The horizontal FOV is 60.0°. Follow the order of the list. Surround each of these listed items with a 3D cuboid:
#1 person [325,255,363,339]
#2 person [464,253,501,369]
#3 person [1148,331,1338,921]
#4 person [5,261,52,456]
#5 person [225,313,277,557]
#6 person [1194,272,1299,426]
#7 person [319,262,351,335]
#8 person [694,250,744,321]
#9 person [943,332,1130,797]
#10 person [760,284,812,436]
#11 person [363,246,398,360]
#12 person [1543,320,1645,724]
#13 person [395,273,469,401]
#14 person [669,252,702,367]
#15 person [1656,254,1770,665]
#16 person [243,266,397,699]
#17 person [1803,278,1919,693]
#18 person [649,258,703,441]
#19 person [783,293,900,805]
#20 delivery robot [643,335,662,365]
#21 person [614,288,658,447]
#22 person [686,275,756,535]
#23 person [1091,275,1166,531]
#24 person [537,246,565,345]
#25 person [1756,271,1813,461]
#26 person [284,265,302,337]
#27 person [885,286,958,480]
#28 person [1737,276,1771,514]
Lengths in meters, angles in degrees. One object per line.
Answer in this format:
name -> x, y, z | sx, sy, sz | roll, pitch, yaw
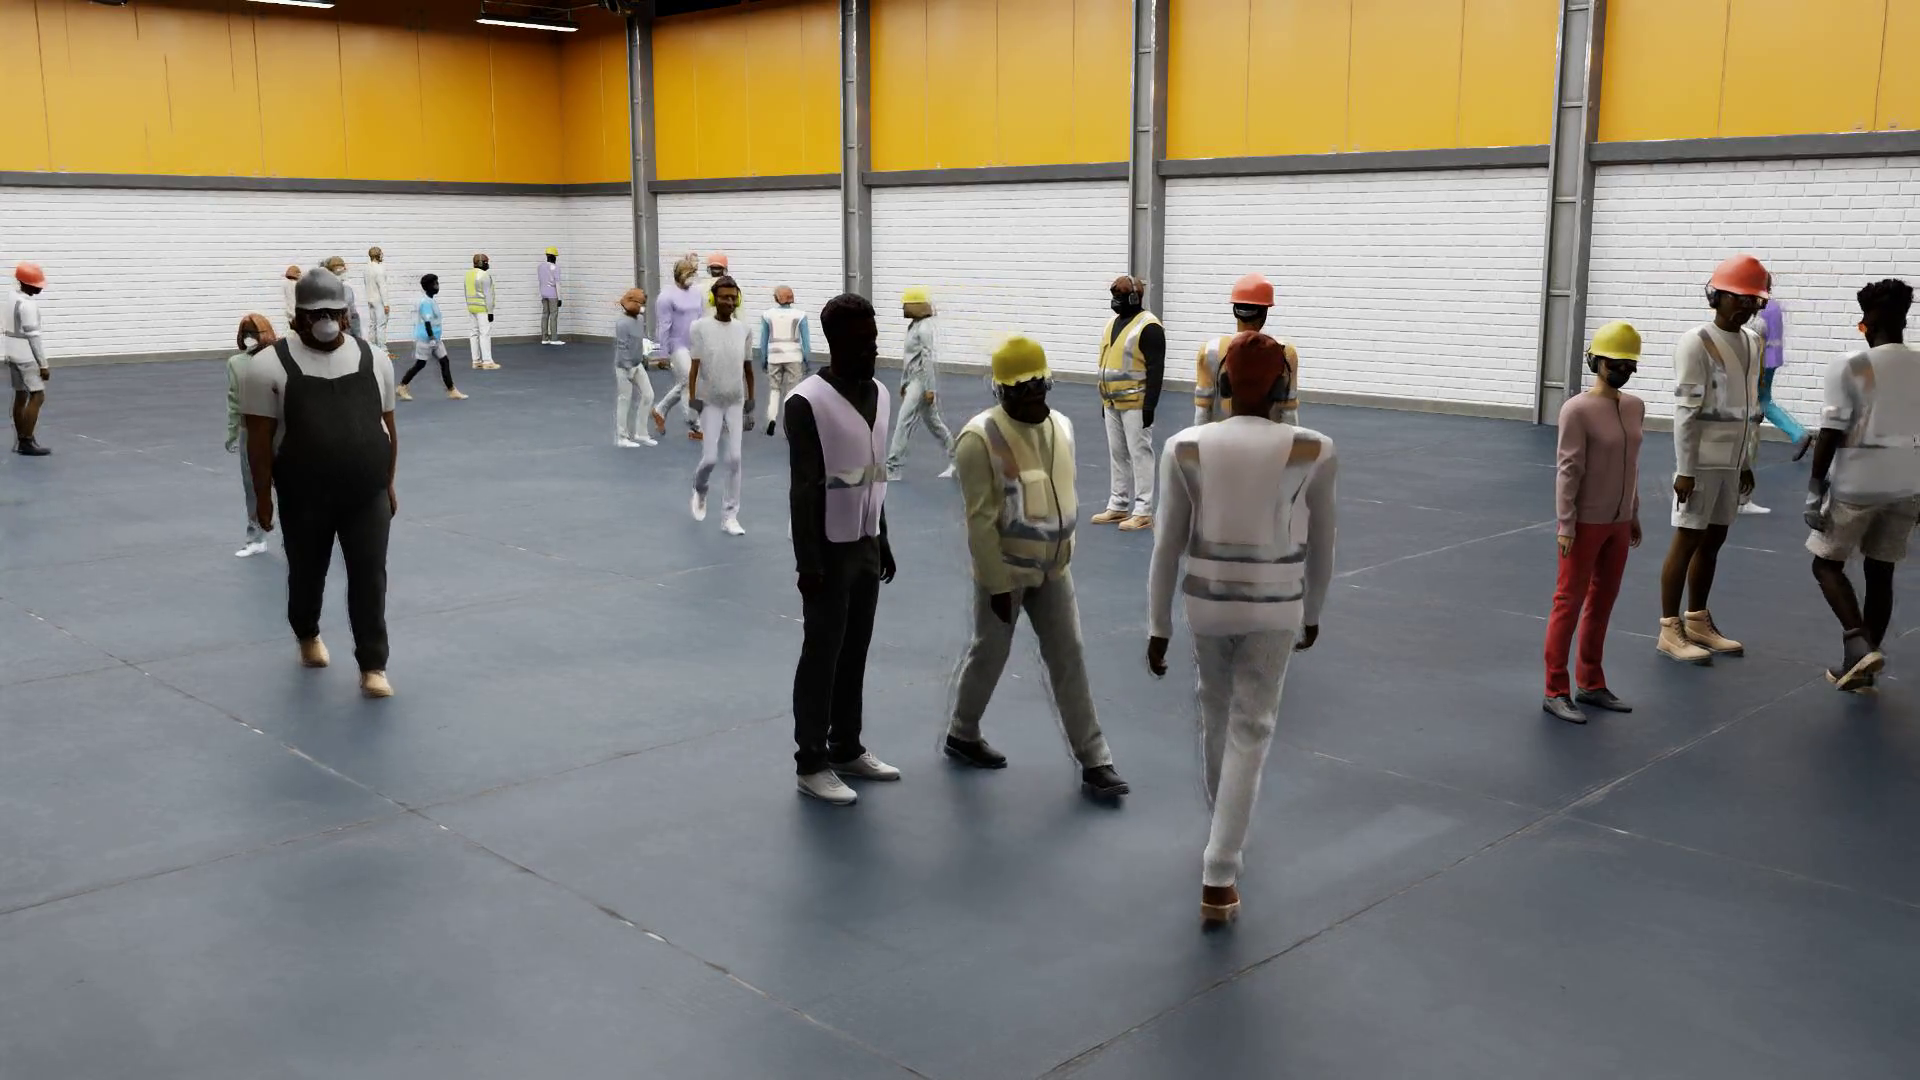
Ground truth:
person -> -6.739, -2.118, 18.042 | 0.440, 1.922, 0.644 | 1, 10, 8
person -> -7.643, -3.647, 26.586 | 0.624, 1.841, 0.430 | 9, 14, 41
person -> 0.918, 0.244, 5.415 | 0.566, 1.831, 1.028 | 4, 11, 22
person -> -9.108, -1.766, 16.237 | 0.708, 1.889, 0.374 | 10, 14, 43
person -> -4.677, -0.715, 11.186 | 0.519, 1.623, 0.561 | 2, 11, 13
person -> 1.537, -0.461, 8.941 | 0.551, 1.934, 0.373 | 3, 11, 17
person -> -7.376, -2.362, 19.608 | 0.452, 1.824, 0.648 | -2, 11, -10
person -> -2.729, -2.263, 18.701 | 0.622, 1.968, 0.895 | 0, 10, -2
person -> 0.248, 0.088, 6.399 | 0.607, 1.778, 0.906 | -9, 14, -40
person -> -1.823, -1.847, 17.331 | 0.540, 1.622, 0.411 | 2, 11, 11
person -> -9.966, -4.051, 28.511 | 0.631, 1.940, 0.372 | 10, 14, 43
person -> 2.829, -0.080, 7.336 | 0.535, 1.766, 0.311 | -7, 12, -32
person -> -6.894, -2.606, 21.446 | 0.898, 1.655, 0.537 | -1, 10, -5
person -> -4.421, -3.724, 26.954 | 0.986, 1.862, 0.651 | 5, 12, 26
person -> 3.803, -0.399, 8.329 | 0.610, 2.036, 0.400 | -7, 13, -34
person -> -3.008, -0.320, 7.888 | 0.688, 2.000, 0.956 | -6, 12, -31
person -> 4.229, -0.230, 7.681 | 0.646, 1.939, 0.570 | 0, 10, -2
person -> -2.931, -1.983, 17.319 | 0.825, 1.910, 0.646 | 6, 12, 29
person -> -0.459, 0.023, 6.352 | 0.372, 1.916, 0.597 | 6, 12, 28
delivery robot -> -5.039, -3.019, 26.406 | 0.707, 0.478, 0.477 | 9, 14, 41
person -> -3.264, -1.716, 16.662 | 0.520, 1.602, 0.524 | 4, 11, 19
person -> -1.731, -0.971, 11.957 | 0.549, 1.852, 0.569 | -6, 12, -29
person -> 1.217, -0.993, 12.101 | 0.430, 1.843, 0.625 | -6, 12, -28
person -> -7.980, -4.771, 32.496 | 0.581, 1.918, 0.389 | 6, 12, 32
person -> 7.558, -1.624, 15.610 | 0.568, 1.818, 0.793 | -10, 14, -44
person -> -11.093, -3.801, 27.989 | 0.531, 1.616, 0.558 | 8, 13, 38
person -> -0.348, -1.365, 14.531 | 0.910, 1.697, 0.502 | -2, 11, -11
person -> 5.918, -1.104, 12.681 | 0.602, 1.855, 0.516 | 0, 10, 0
